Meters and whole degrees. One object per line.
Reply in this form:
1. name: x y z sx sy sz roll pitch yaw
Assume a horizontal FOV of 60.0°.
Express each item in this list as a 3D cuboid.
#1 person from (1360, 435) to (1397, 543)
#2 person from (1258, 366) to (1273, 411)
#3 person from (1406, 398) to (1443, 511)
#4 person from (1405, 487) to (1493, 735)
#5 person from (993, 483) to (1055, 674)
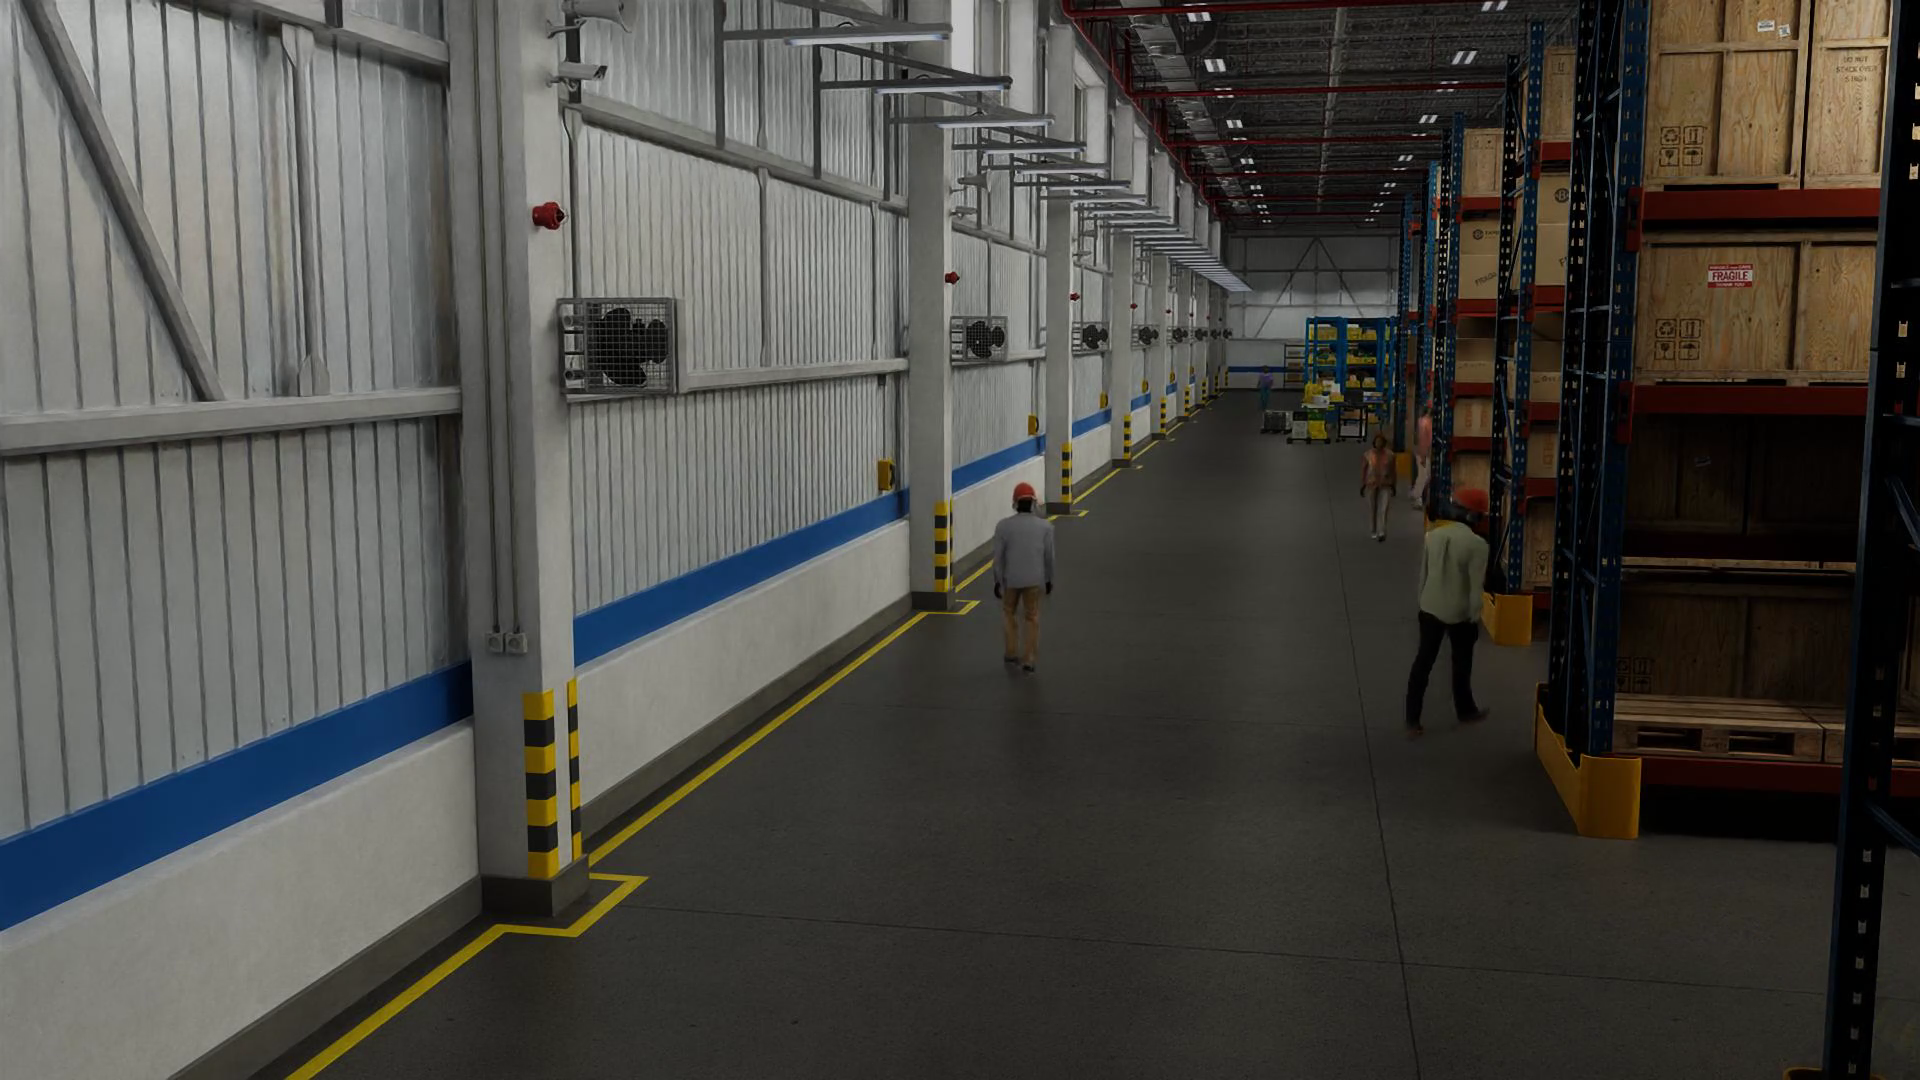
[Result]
1. person: 6.194 -0.768 24.646 0.531 1.594 0.884 2 7 15
2. person: 11.917 -5.873 64.706 0.554 1.788 0.942 -1 7 -6
3. person: 8.065 -1.477 28.815 0.503 1.968 0.647 5 8 32
4. person: 3.768 0.552 12.810 1.002 1.925 0.695 -6 9 -38
5. person: 0.573 0.335 15.264 0.585 1.723 0.732 -1 7 -6
